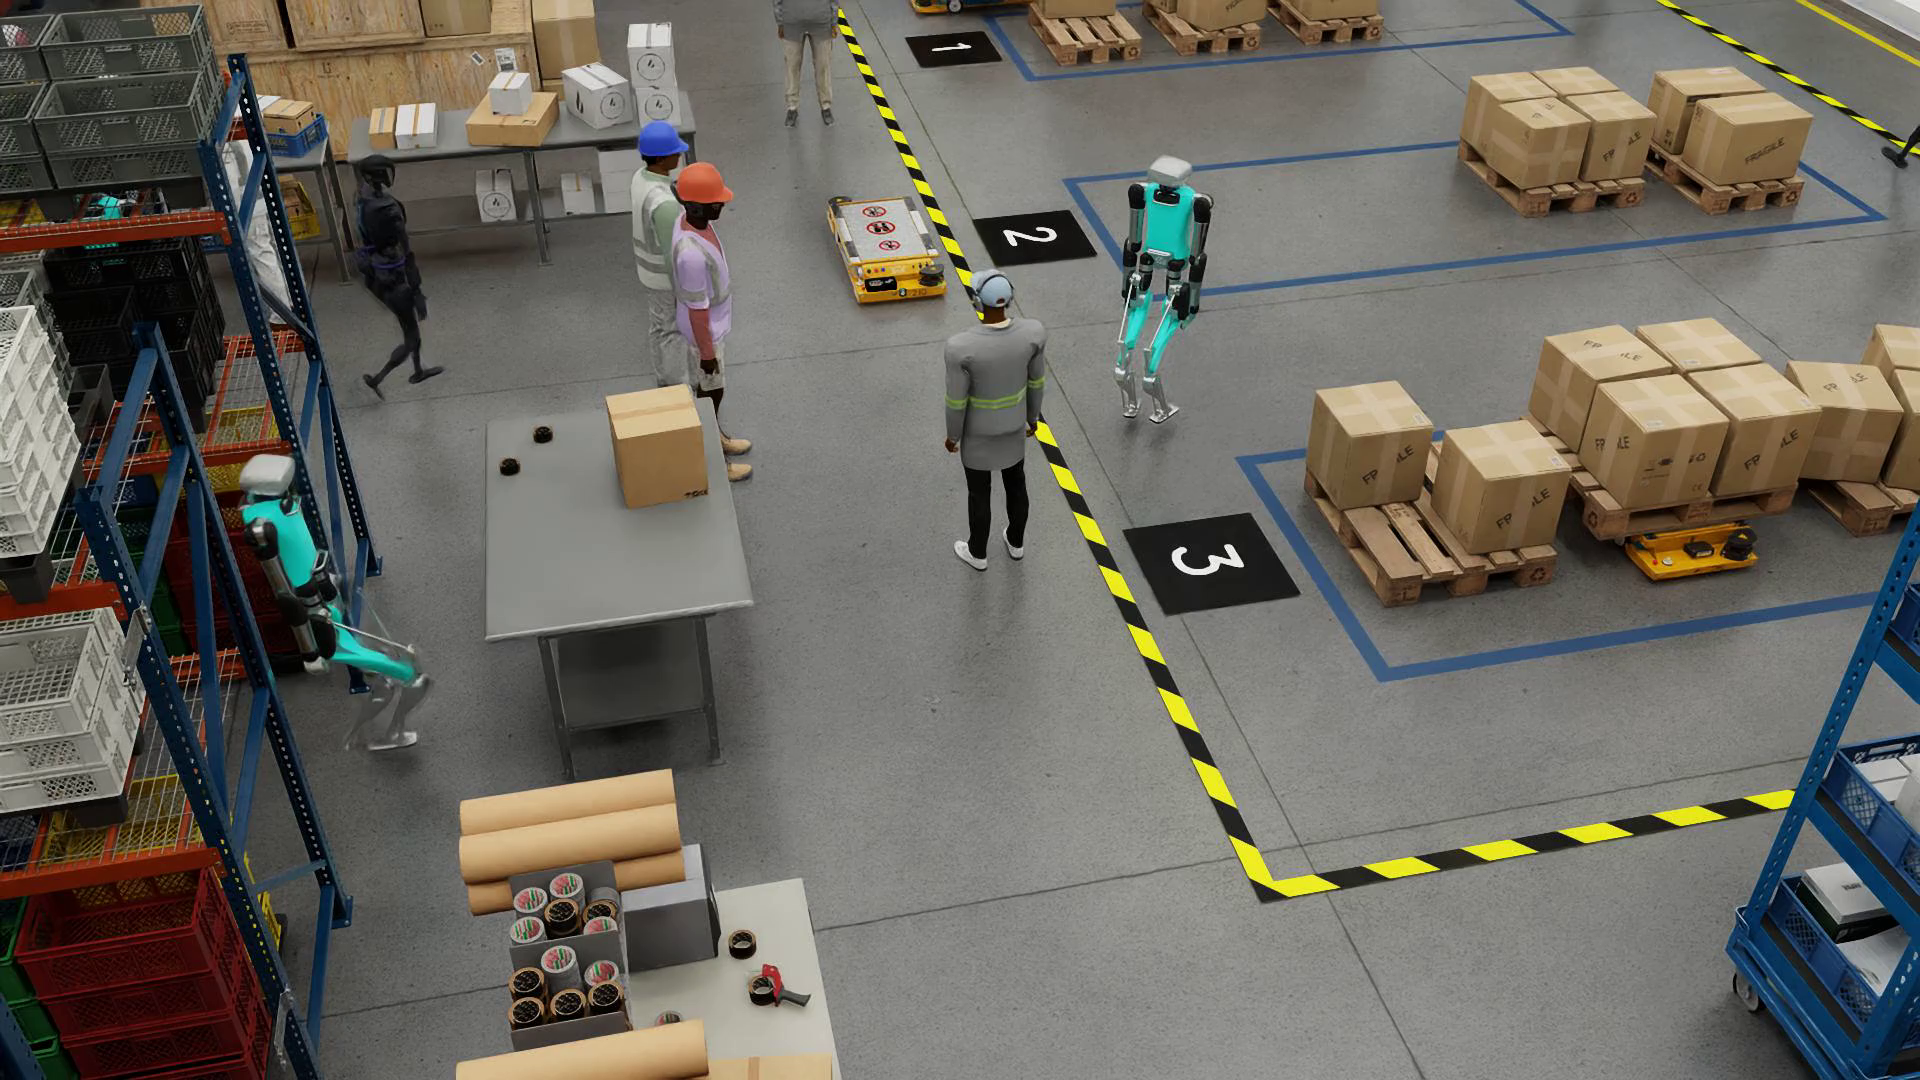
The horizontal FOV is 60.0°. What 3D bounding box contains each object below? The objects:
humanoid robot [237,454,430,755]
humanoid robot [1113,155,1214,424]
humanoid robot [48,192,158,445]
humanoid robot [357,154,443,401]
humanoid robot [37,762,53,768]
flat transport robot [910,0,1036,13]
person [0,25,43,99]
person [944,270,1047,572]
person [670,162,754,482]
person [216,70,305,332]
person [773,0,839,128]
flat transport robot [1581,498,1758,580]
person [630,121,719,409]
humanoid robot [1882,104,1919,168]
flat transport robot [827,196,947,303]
[{"bbox_3d":[-2.833,0.373,7.833,0.787,1.802,0.548,-5,37,-7],"label":"humanoid robot"},{"bbox_3d":[1.152,-1.446,10.154,0.533,1.677,0.735,18,40,22],"label":"humanoid robot"},{"bbox_3d":[-5.081,-1.313,10.006,0.531,1.691,0.730,-5,37,-6],"label":"humanoid robot"},{"bbox_3d":[-3.710,-1.667,10.633,0.610,1.636,0.610,30,46,34],"label":"humanoid robot"},{"bbox_3d":[-4.899,0.563,7.619,1.052,1.770,0.544,-11,38,-14],"label":"humanoid robot"},{"bbox_3d":[0.191,-5.697,17.187,1.431,0.197,0.652,-8,37,-10],"label":"flat transport robot"},{"bbox_3d":[-7.312,-3.342,12.734,0.590,1.834,0.404,-7,37,-9],"label":"person"},{"bbox_3d":[0.179,-0.650,9.101,0.589,1.852,0.365,-15,39,-19],"label":"person"},{"bbox_3d":[-1.460,-1.266,9.784,0.391,2.036,0.600,-4,37,-5],"label":"person"},{"bbox_3d":[-4.789,-2.264,11.245,0.361,1.882,0.573,6,37,8],"label":"person"},{"bbox_3d":[-1.308,-4.418,14.238,0.564,1.763,0.403,-3,37,-4],"label":"person"},{"bbox_3d":[4.062,-0.294,9.926,0.652,0.197,1.431,-8,37,-10],"label":"flat transport robot"},{"bbox_3d":[-1.824,-1.689,10.417,0.403,1.947,0.603,-15,39,-19],"label":"person"},{"bbox_3d":[8.053,-3.699,13.379,0.591,1.621,0.777,-15,39,-19],"label":"humanoid robot"},{"bbox_3d":[-0.570,-2.220,12.538,0.659,0.231,1.431,-8,37,-10],"label":"flat transport robot"}]
